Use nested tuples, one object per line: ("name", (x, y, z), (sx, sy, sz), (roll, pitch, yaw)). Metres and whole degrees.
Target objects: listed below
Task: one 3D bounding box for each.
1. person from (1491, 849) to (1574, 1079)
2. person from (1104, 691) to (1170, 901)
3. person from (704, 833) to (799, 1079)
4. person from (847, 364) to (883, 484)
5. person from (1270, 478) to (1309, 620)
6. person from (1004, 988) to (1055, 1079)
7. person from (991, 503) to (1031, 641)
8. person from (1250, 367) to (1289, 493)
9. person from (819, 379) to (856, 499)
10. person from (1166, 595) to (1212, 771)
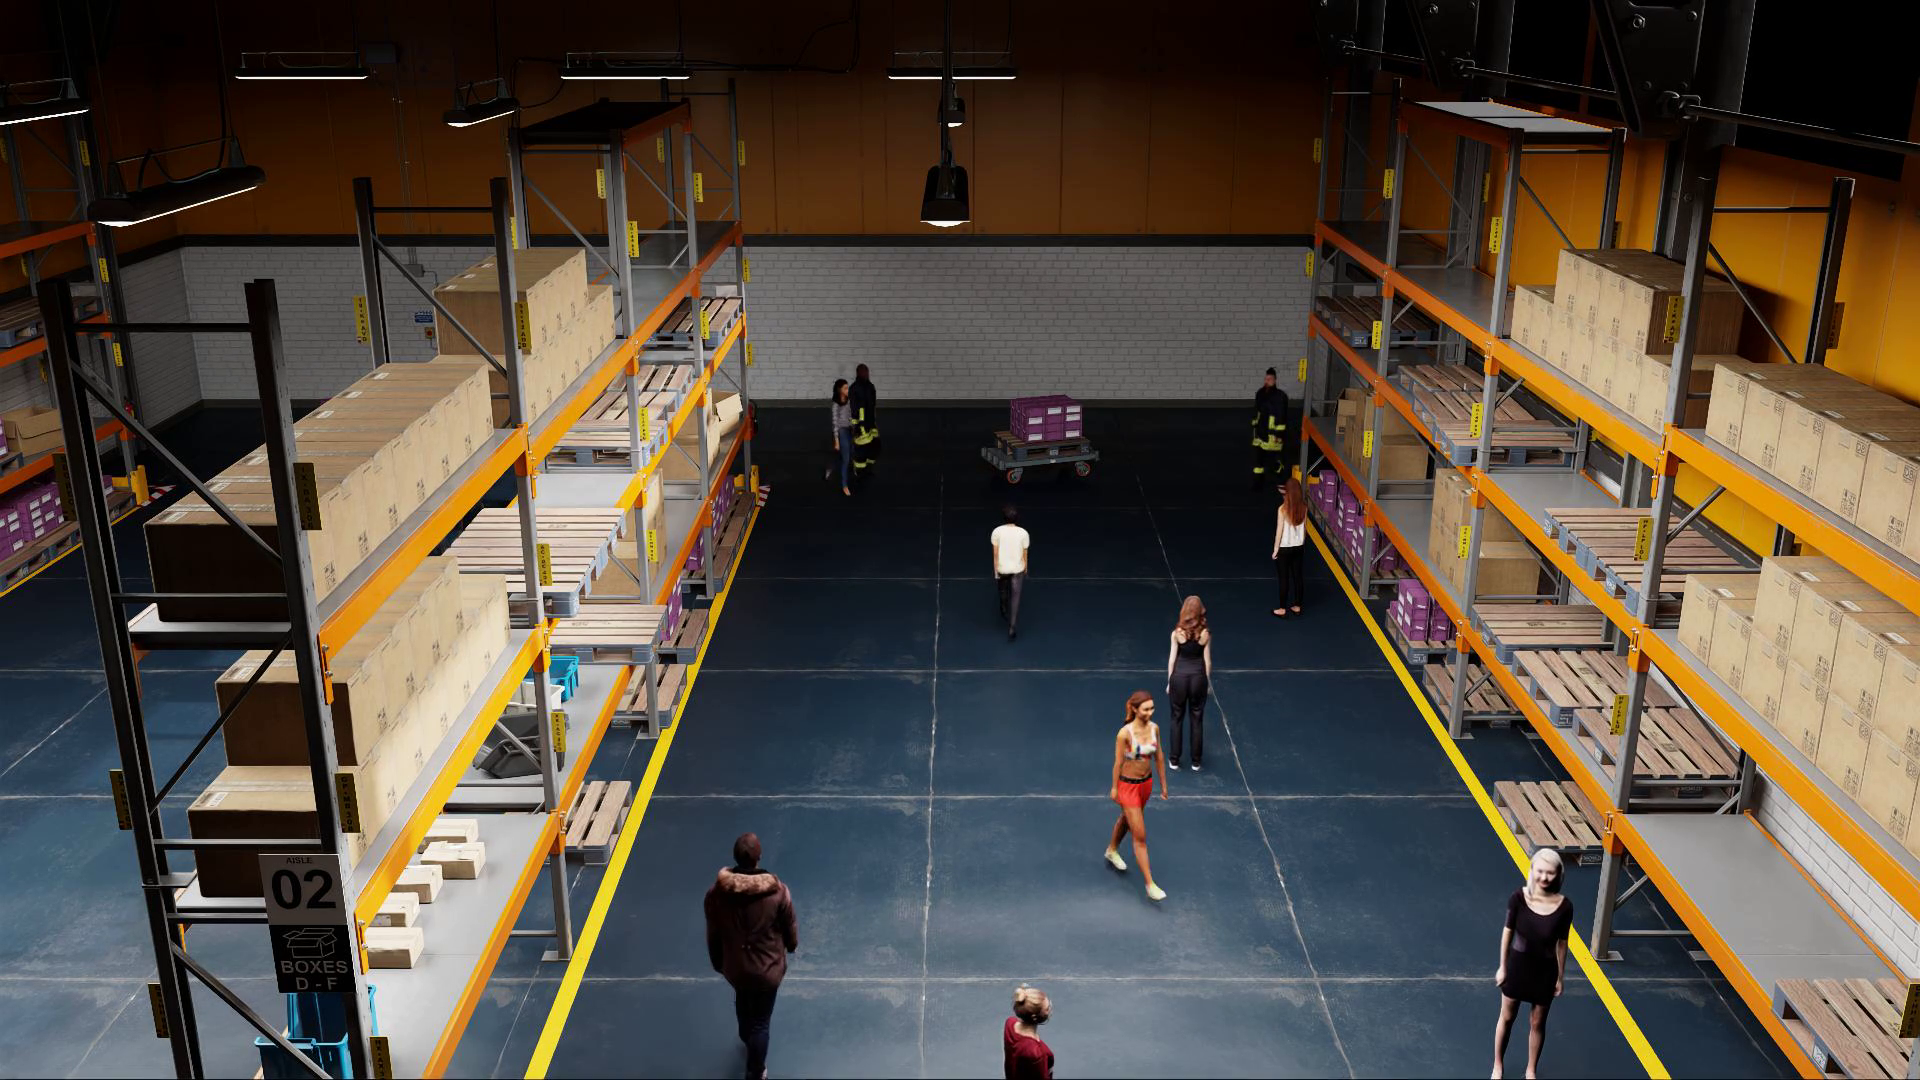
("person", (3.847, 2.911, 11.205), (0.632, 1.829, 0.584), (5, 19, 15))
("person", (1.414, 2.057, 13.883), (1.003, 1.740, 1.232), (-11, 21, -29))
("person", (-1.423, 2.911, 11.229), (0.824, 1.815, 0.997), (3, 19, 8))
("person", (-1.543, -1.787, 25.180), (0.918, 1.813, 0.976), (-17, 25, -41))
("person", (3.932, 0.097, 19.735), (0.641, 1.718, 0.618), (-7, 20, -20))
("person", (0.408, 3.403, 9.946), (0.754, 1.700, 0.604), (-9, 21, -24))
("person", (0.584, 0.391, 19.127), (0.668, 1.549, 1.023), (2, 19, 6))
("person", (4.628, -1.638, 24.690), (1.014, 1.844, 1.077), (16, 25, 40))
("person", (-1.786, -1.488, 24.352), (0.847, 1.775, 0.861), (8, 20, 23))
("person", (2.186, 1.365, 15.930), (0.557, 1.744, 0.500), (0, 19, 0))
